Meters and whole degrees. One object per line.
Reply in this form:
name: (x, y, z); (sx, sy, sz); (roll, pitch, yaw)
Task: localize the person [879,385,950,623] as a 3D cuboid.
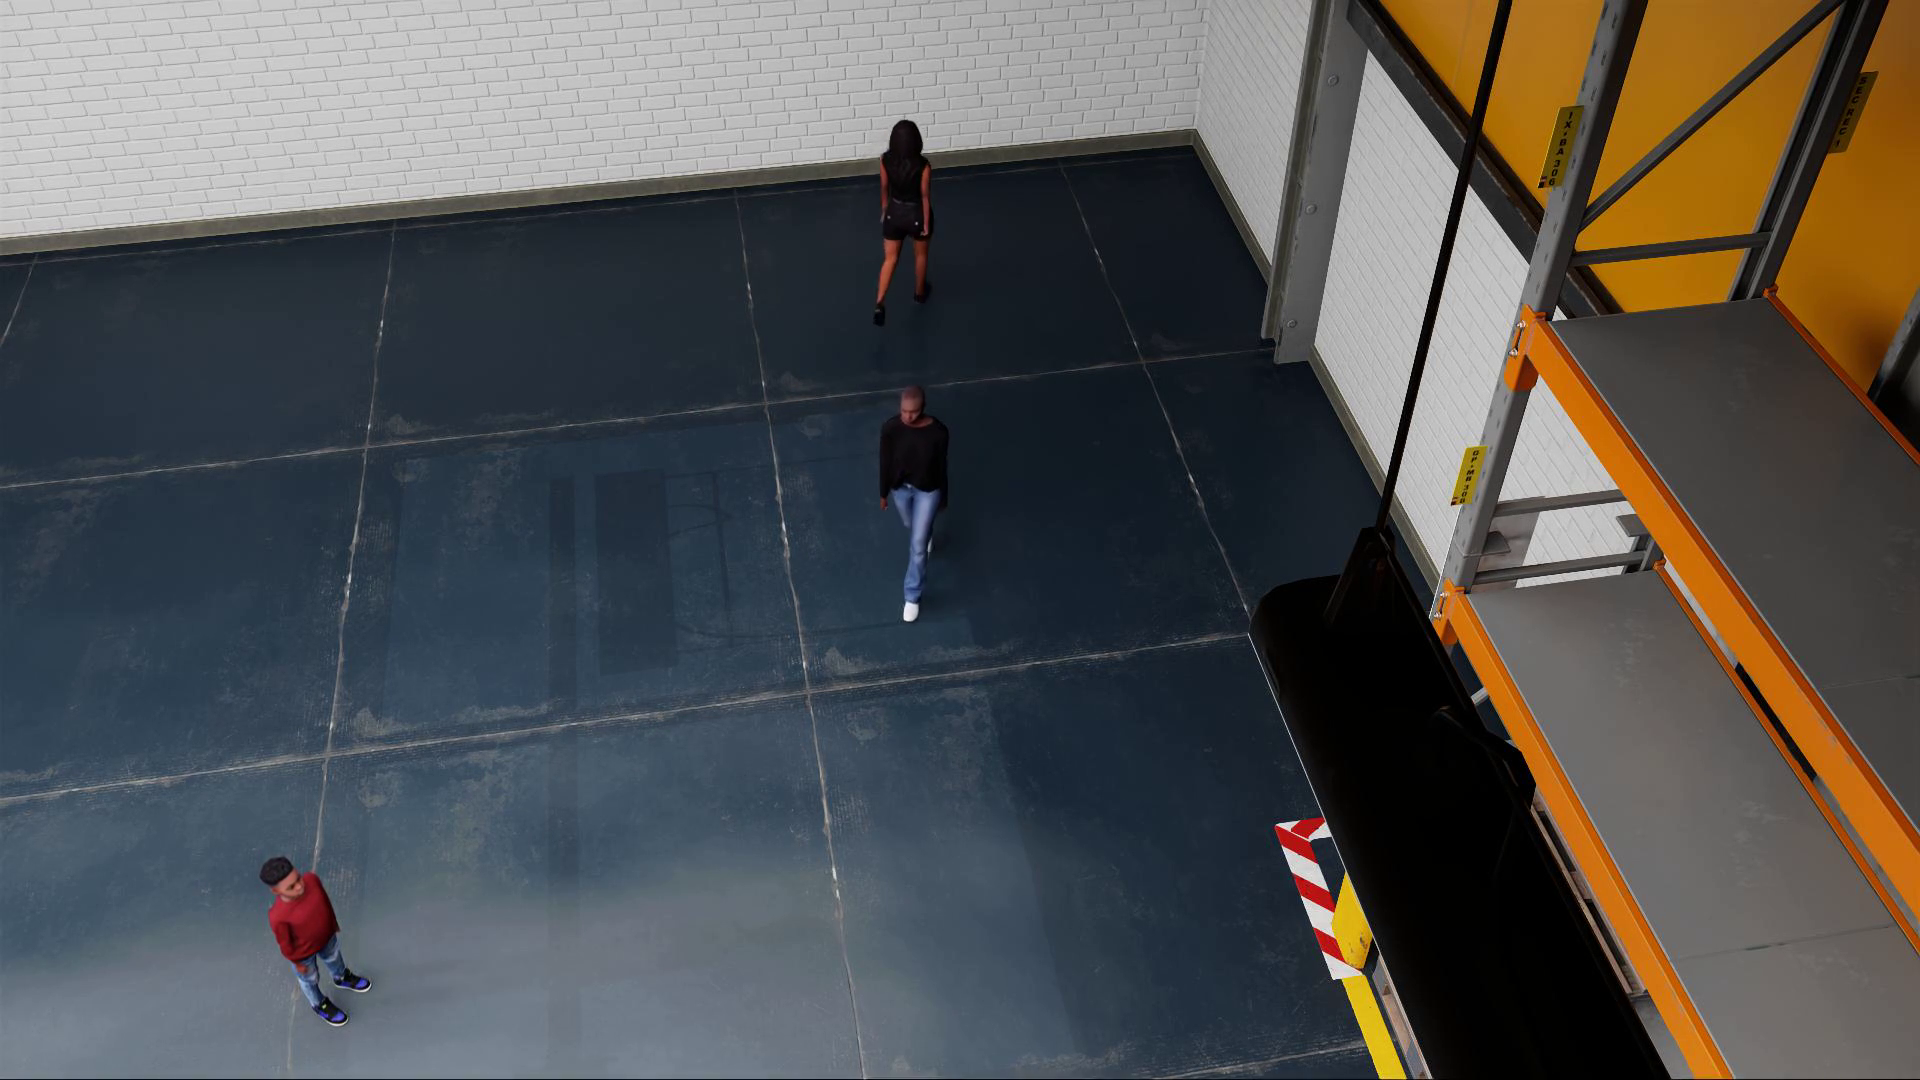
person: (-0.279, -0.374, 10.884); (0.882, 1.717, 1.207); (8, 44, 8)

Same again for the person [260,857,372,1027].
person: (-3.402, 2.064, 8.660); (0.637, 1.255, 0.560); (18, 47, 18)

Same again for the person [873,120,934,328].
person: (-0.450, -2.446, 13.062); (0.929, 1.714, 1.156); (13, 45, 14)
